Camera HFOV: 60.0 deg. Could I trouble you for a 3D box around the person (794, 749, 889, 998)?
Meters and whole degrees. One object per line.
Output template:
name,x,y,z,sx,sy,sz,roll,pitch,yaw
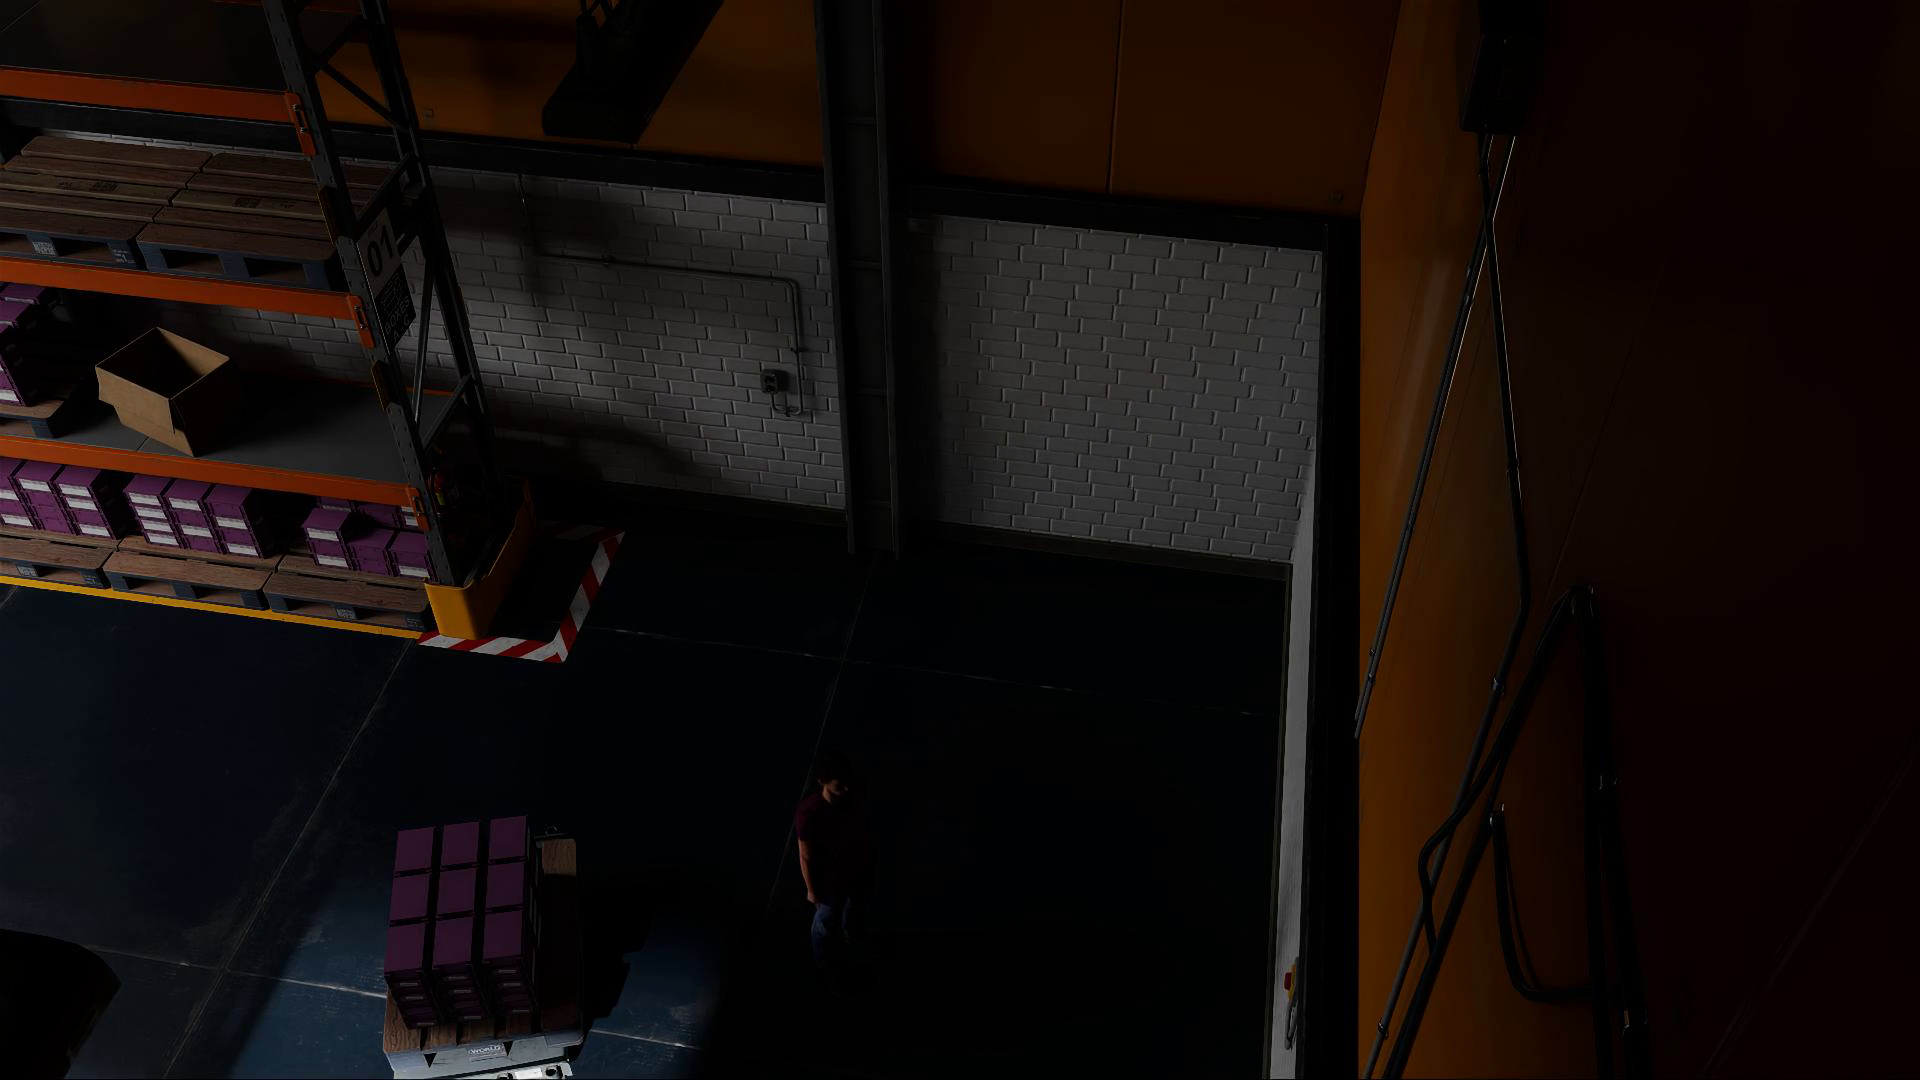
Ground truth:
person,-0.658,1.765,9.084,0.737,1.855,0.738,31,52,28
